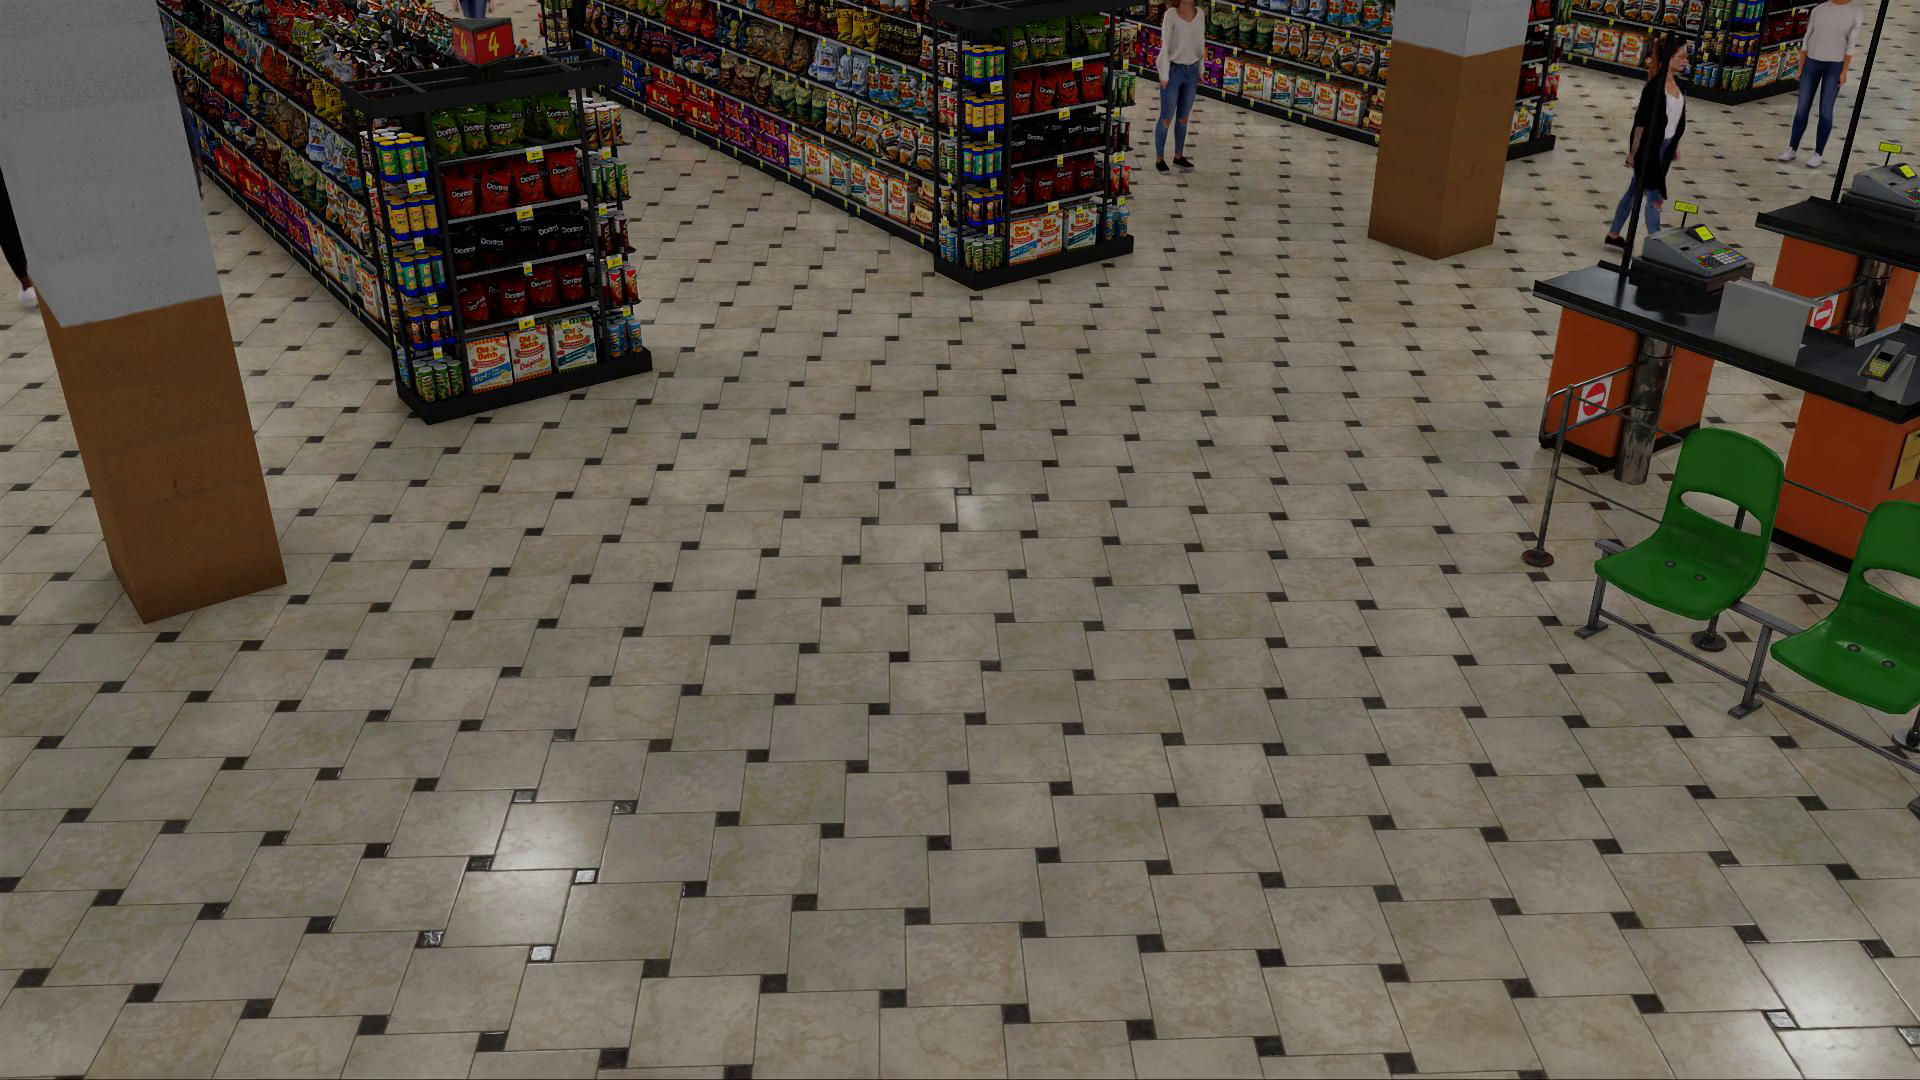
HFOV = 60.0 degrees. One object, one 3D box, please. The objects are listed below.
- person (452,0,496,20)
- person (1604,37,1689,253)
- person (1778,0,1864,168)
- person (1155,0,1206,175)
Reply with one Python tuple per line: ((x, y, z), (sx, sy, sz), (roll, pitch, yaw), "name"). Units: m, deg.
((-5.139, -5.732, 17.605), (1.060, 1.754, 1.259), (0, 29, 0), "person")
((5.177, -2.967, 12.639), (0.648, 1.660, 0.959), (-21, 35, -33), "person")
((7.727, -4.213, 14.858), (0.527, 1.722, 0.700), (23, 36, 36), "person")
((1.935, -4.111, 14.702), (0.647, 1.691, 0.592), (-13, 31, -23), "person")
